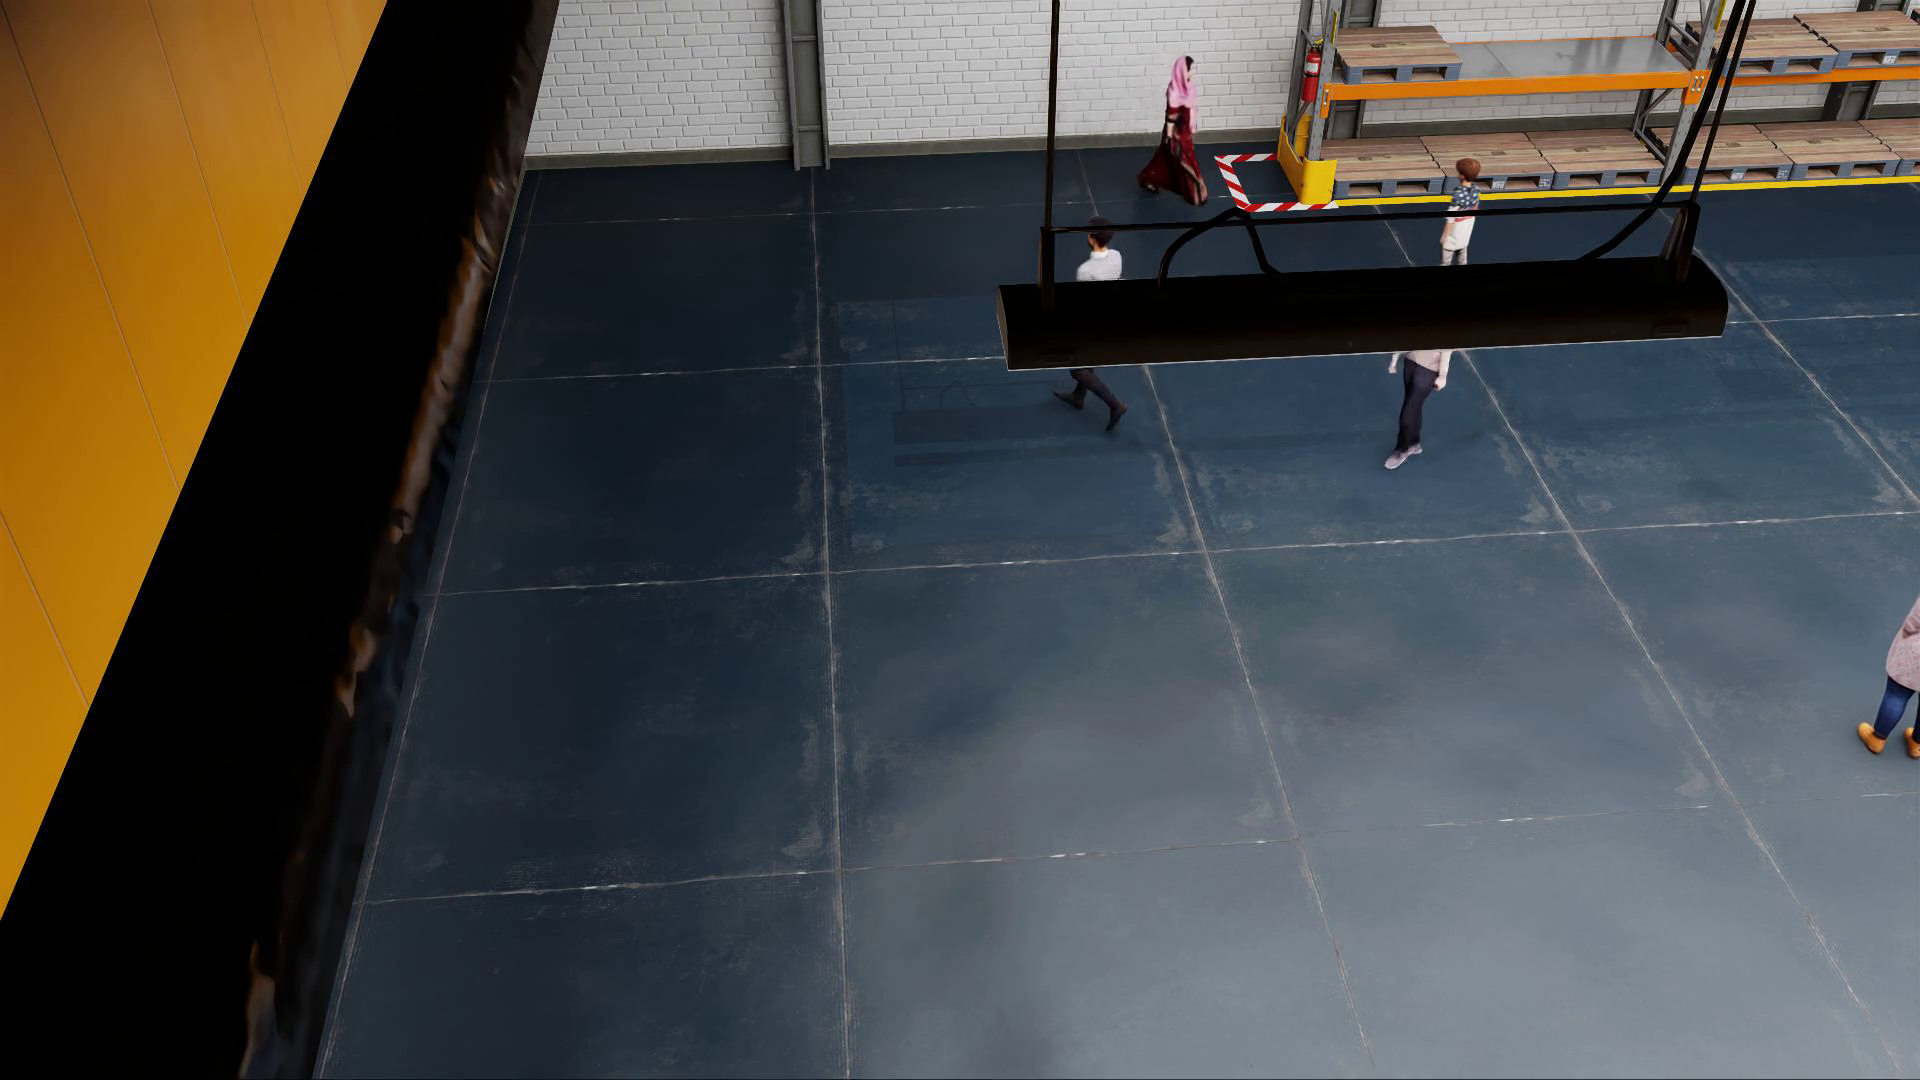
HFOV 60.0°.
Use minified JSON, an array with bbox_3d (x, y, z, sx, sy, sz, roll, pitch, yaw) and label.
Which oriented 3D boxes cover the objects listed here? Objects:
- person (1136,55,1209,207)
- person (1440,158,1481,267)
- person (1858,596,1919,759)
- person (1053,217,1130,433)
[{"bbox_3d":[2.212,-4.297,17.420,1.163,1.599,0.983,17,42,20],"label":"person"},{"bbox_3d":[4.762,-2.978,15.900,0.551,1.435,0.647,-23,44,-26],"label":"person"},{"bbox_3d":[6.461,0.737,11.004,0.639,1.741,0.802,5,39,6],"label":"person"},{"bbox_3d":[1.170,-1.802,14.052,1.217,1.903,1.122,24,45,27],"label":"person"}]
